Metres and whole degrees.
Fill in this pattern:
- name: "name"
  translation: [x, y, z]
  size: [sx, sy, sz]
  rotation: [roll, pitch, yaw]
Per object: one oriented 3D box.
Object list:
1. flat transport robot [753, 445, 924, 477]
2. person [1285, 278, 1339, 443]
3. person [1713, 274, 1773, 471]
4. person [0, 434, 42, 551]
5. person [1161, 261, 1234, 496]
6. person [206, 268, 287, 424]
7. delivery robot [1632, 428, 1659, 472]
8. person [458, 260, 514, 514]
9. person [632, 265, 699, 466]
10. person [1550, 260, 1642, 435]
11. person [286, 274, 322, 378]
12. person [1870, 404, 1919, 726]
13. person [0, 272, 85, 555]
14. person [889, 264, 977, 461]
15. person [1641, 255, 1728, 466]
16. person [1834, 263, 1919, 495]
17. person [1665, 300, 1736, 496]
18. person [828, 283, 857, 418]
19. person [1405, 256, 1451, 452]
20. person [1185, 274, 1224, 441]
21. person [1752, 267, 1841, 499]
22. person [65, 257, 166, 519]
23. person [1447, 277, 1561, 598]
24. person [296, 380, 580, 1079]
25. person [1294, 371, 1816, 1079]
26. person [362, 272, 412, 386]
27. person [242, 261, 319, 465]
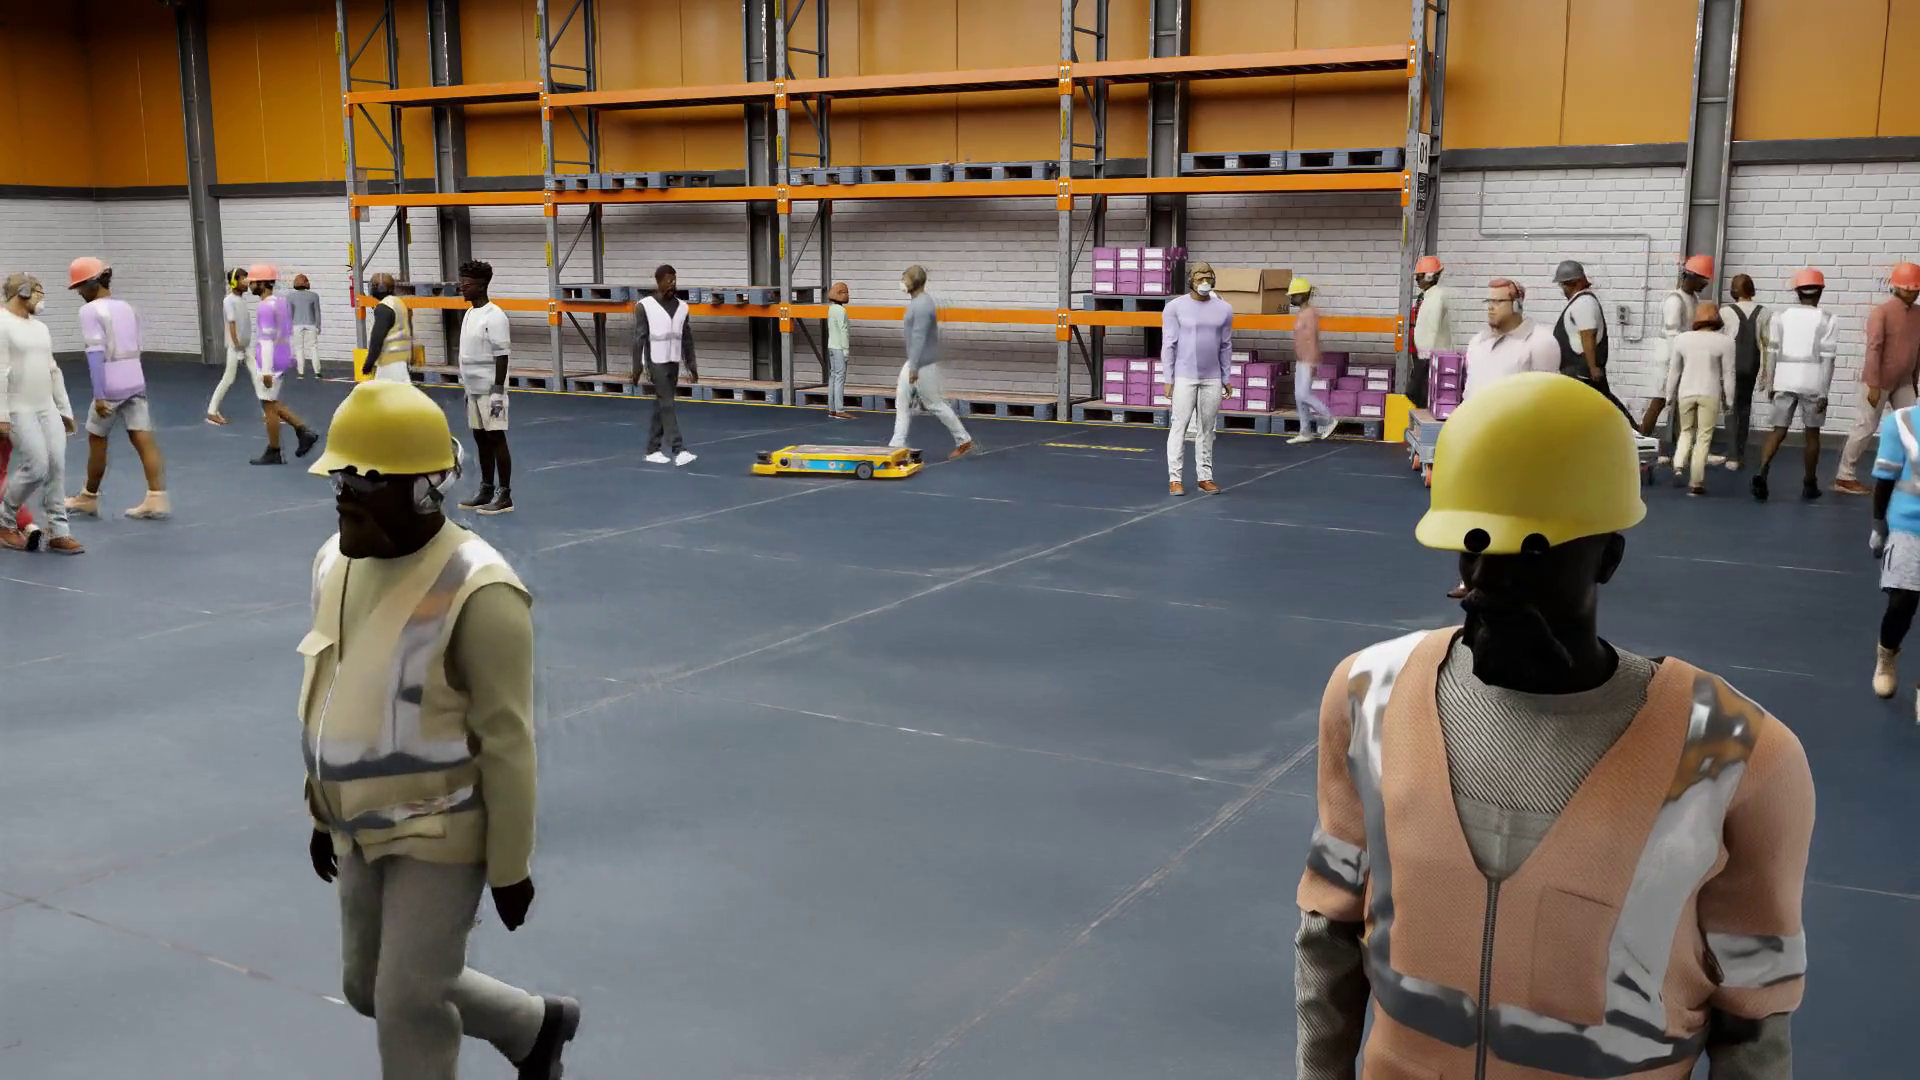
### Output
- name: "flat transport robot"
  translation: [-1.094, -0.723, 15.099]
  size: [1.431, 0.197, 0.652]
  rotation: [2, 10, 12]
- name: "person"
  translation: [3.633, -1.857, 17.339]
  size: [0.527, 1.741, 0.565]
  rotation: [-1, 10, -6]
- name: "person"
  translation: [7.270, -1.575, 15.607]
  size: [0.498, 1.802, 0.867]
  rotation: [1, 10, 7]
- name: "person"
  translation: [-6.565, -0.780, 11.346]
  size: [0.840, 1.717, 0.546]
  rotation: [5, 11, 25]
- name: "person"
  translation: [1.979, -1.338, 13.857]
  size: [0.627, 1.941, 0.371]
  rotation: [-2, 10, -13]
- name: "person"
  translation: [-8.346, -2.228, 19.262]
  size: [0.994, 1.822, 0.544]
  rotation: [0, 10, 2]
- name: "delivery robot"
  translation: [5.788, -0.819, 14.574]
  size: [0.477, 0.478, 0.707]
  rotation: [-2, 10, -14]
- name: "person"
  translation: [-3.700, -1.186, 12.923]
  size: [0.364, 1.965, 0.609]
  rotation: [-8, 13, -40]
- name: "person"
  translation: [-2.700, -1.640, 15.705]
  size: [0.919, 1.882, 0.629]
  rotation: [8, 13, 37]
- name: "person"
  translation: [6.217, -1.819, 16.294]
  size: [1.127, 2.000, 0.701]
  rotation: [4, 11, 23]
- name: "person"
  translation: [-10.296, -3.349, 26.115]
  size: [0.501, 1.631, 0.287]
  rotation: [-4, 11, -21]
- name: "person"
  translation: [4.231, -0.032, 7.204]
  size: [0.526, 1.679, 0.425]
  rotation: [4, 11, 24]
- name: "person"
  translation: [-6.199, -0.831, 11.115]
  size: [0.530, 1.899, 0.664]
  rotation: [2, 10, 10]
- name: "person"
  translation: [-0.315, -1.694, 16.005]
  size: [0.974, 1.908, 0.644]
  rotation: [-2, 10, -8]
- name: "person"
  translation: [6.782, -1.653, 15.515]
  size: [0.630, 1.977, 0.943]
  rotation: [-9, 14, -43]
- name: "person"
  translation: [7.665, -1.293, 13.628]
  size: [0.704, 1.927, 0.933]
  rotation: [-4, 11, -22]
- name: "person"
  translation: [6.131, -1.170, 13.776]
  size: [0.534, 1.618, 0.371]
  rotation: [9, 13, 41]
- name: "person"
  translation: [-1.446, -2.284, 20.079]
  size: [0.280, 1.633, 0.502]
  rotation: [-4, 11, -23]
- name: "person"
  translation: [4.695, -1.845, 16.628]
  size: [0.444, 1.973, 0.621]
  rotation: [1, 10, 4]
- name: "person"
  translation: [2.550, -1.991, 17.712]
  size: [0.581, 1.882, 0.339]
  rotation: [-7, 12, -34]
- name: "person"
  translation: [6.792, -1.253, 13.504]
  size: [0.554, 1.912, 0.775]
  rotation: [9, 14, 43]
- name: "person"
  translation: [-6.477, -1.138, 12.603]
  size: [0.980, 1.976, 0.628]
  rotation: [2, 10, 12]
- name: "person"
  translation: [3.241, -0.595, 9.786]
  size: [0.673, 1.891, 0.649]
  rotation: [-7, 12, -34]
- name: "person"
  translation: [-1.076, 0.560, 3.468]
  size: [0.598, 1.810, 0.665]
  rotation: [8, 13, 39]
- name: "person"
  translation: [0.668, 0.758, 2.026]
  size: [0.594, 1.924, 0.382]
  rotation: [7, 12, 36]
- name: "person"
  translation: [-5.973, -1.868, 17.277]
  size: [0.956, 1.794, 0.635]
  rotation: [-2, 10, -9]
- name: "person"
  translation: [-6.472, -1.660, 15.717]
  size: [0.523, 1.927, 0.561]
  rotation: [-2, 10, -9]
